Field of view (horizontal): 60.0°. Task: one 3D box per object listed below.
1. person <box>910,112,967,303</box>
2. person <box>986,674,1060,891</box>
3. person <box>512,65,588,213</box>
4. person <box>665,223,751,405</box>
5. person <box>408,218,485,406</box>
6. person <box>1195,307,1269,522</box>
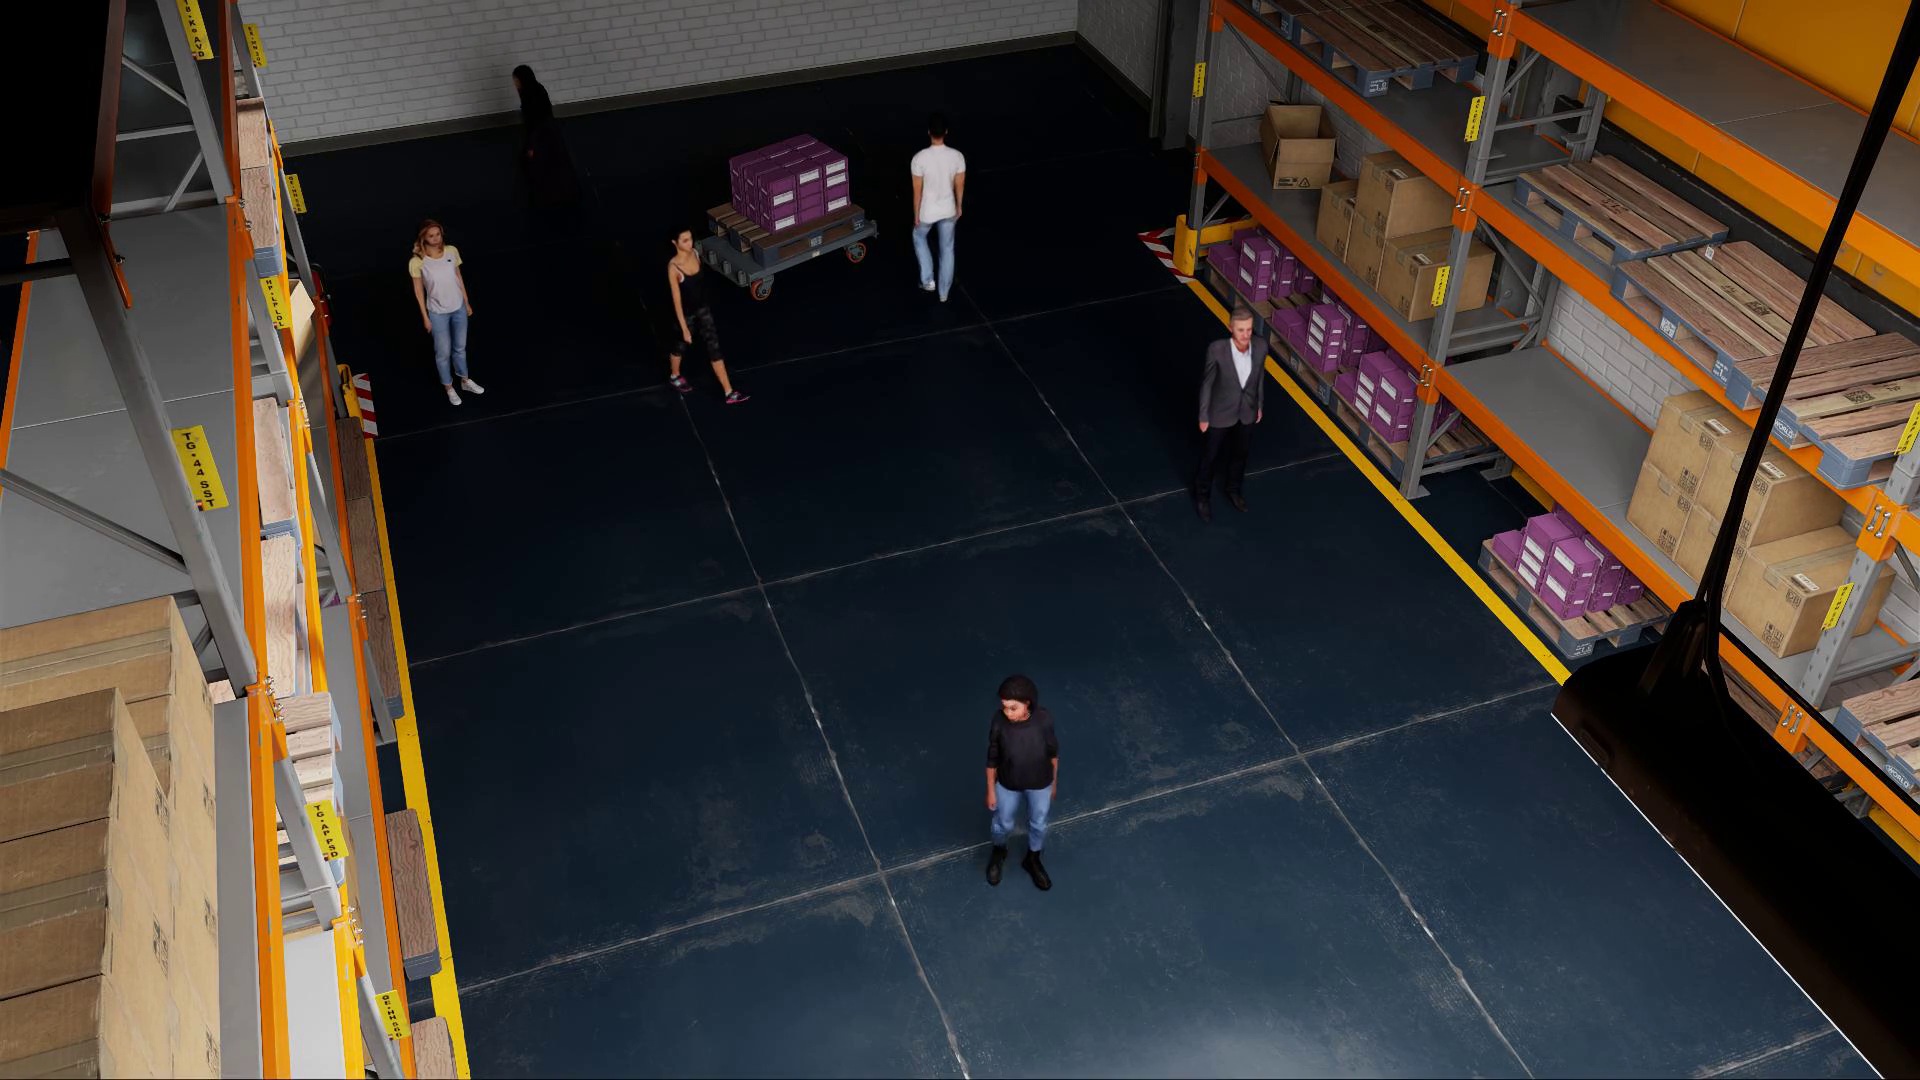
[{"bbox_3d":[-0.204,-3.042,15.490,0.711,1.846,0.686,-8,39,-10],"label":"person"},{"bbox_3d":[0.393,1.450,9.988,0.646,1.692,0.636,-13,40,-16],"label":"person"},{"bbox_3d":[-4.232,-4.128,17.055,0.922,1.589,0.912,11,40,13],"label":"person"},{"bbox_3d":[-2.399,-1.937,14.235,1.172,1.687,1.024,21,43,25],"label":"person"},{"bbox_3d":[-4.419,-1.976,14.251,0.703,1.726,0.709,30,47,32],"label":"person"},{"bbox_3d":[2.115,-1.008,12.947,0.723,1.841,0.580,-11,40,-14],"label":"person"}]
